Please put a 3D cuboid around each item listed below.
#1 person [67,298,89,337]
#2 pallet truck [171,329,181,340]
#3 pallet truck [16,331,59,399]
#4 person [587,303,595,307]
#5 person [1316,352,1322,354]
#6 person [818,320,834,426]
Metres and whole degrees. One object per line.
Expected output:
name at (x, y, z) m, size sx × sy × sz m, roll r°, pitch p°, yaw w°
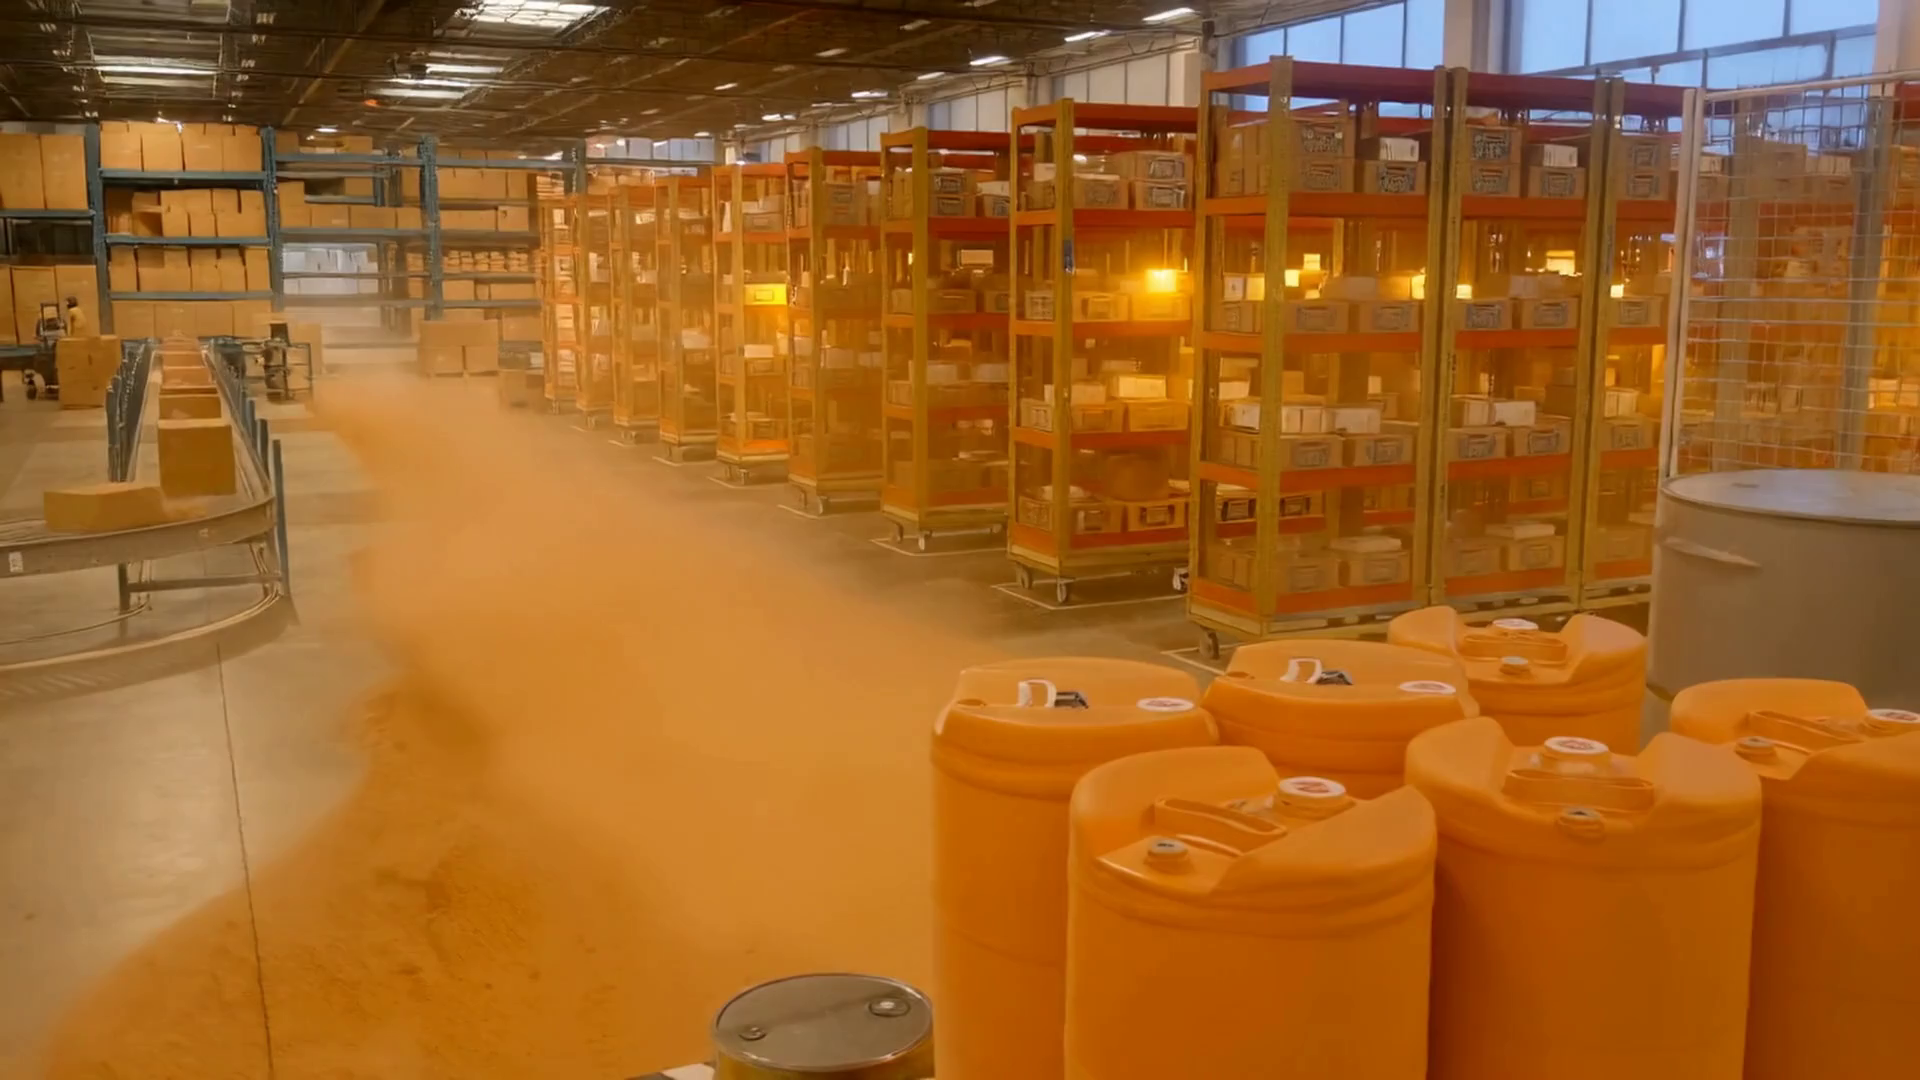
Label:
person at (-20.230, -4.632, 38.143) m, size 0.419 × 1.817 × 0.583 m, roll 2°, pitch 9°, yaw 14°
pallet truck at (-17.275, -3.851, 35.096) m, size 1.601 × 1.201 × 0.680 m, roll 0°, pitch 9°, yaw 1°
pallet truck at (-17.082, -3.353, 31.781) m, size 1.630 × 1.274 × 0.653 m, roll -4°, pitch 10°, yaw -25°
person at (-10.205, -5.863, 46.040) m, size 0.913 × 1.719 × 0.525 m, roll -5°, pitch 10°, yaw -26°
person at (4.505, -1.900, 21.144) m, size 0.566 × 1.827 × 0.690 m, roll -3°, pitch 10°, yaw -20°
person at (-2.128, -2.700, 25.782) m, size 0.482 × 1.932 × 0.614 m, roll -5°, pitch 10°, yaw -27°
